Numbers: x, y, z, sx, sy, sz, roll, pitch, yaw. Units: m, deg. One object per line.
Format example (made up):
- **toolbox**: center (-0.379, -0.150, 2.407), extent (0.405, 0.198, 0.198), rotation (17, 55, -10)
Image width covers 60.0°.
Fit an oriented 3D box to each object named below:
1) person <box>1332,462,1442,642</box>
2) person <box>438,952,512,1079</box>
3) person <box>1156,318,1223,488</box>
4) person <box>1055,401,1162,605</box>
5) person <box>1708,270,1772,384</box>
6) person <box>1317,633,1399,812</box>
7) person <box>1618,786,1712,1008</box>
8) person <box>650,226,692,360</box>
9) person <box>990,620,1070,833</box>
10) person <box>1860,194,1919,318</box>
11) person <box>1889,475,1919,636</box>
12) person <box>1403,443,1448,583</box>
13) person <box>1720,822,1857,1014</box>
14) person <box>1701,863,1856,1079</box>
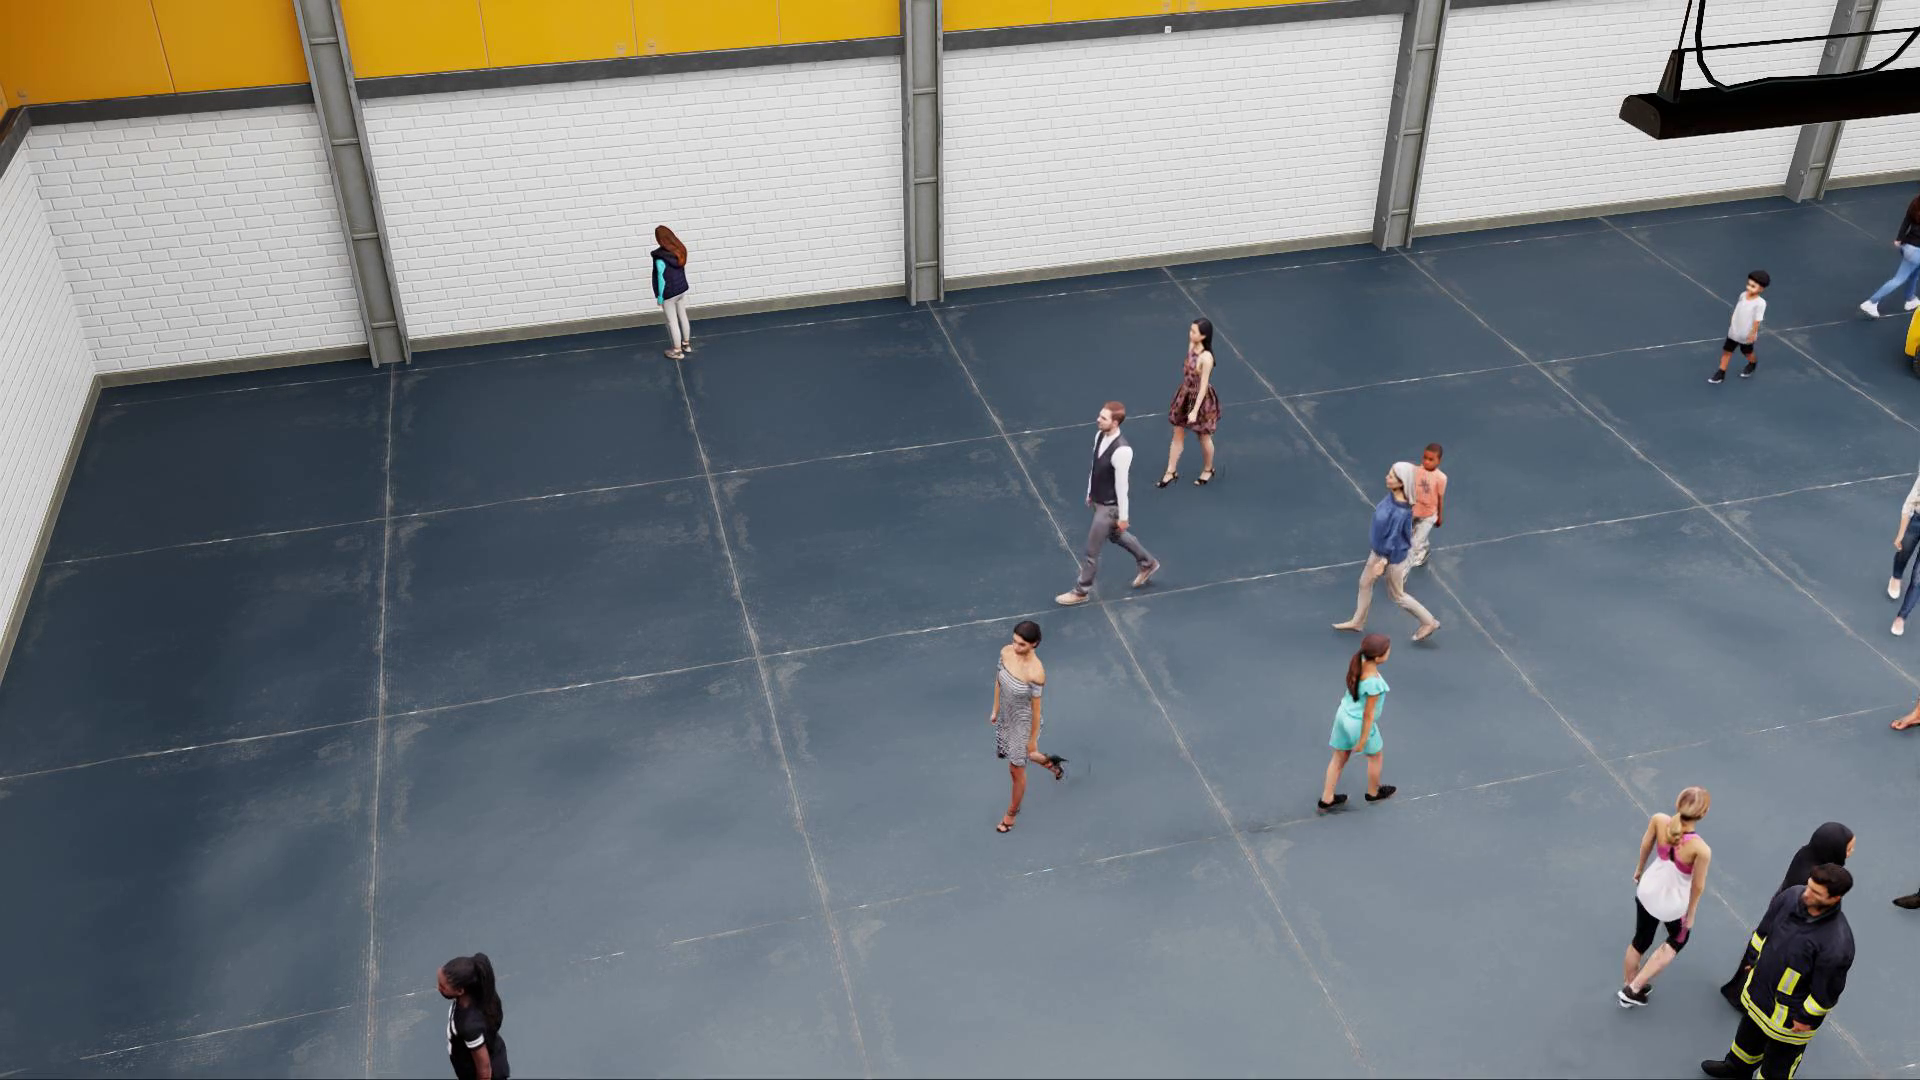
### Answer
- **person**: center (3.582, 0.144, 13.488), extent (1.165, 1.669, 0.870), rotation (3, 34, 4)
- **person**: center (-2.647, 2.932, 9.237), extent (0.547, 1.730, 0.605), rotation (-9, 35, -14)
- **person**: center (2.193, -1.253, 15.505), extent (0.850, 1.763, 0.673), rotation (-13, 36, -18)
- **person**: center (1.348, -0.329, 13.978), extent (1.189, 1.914, 0.652), rotation (-8, 34, -12)
- **person**: center (8.280, -2.245, 17.466), extent (0.912, 1.244, 0.624), rotation (-18, 37, -24)
- **person**: center (2.764, 1.319, 11.841), extent (0.867, 1.535, 0.610), rotation (-13, 36, -19)
- **person**: center (4.266, 2.250, 10.216), extent (0.729, 1.783, 0.713), rotation (-19, 38, -26)
- **person**: center (-3.090, -2.678, 17.886), extent (0.743, 1.501, 0.686), rotation (17, 37, 23)
- **person**: center (0.472, 1.269, 11.669), extent (0.968, 1.808, 0.806), rotation (-23, 40, -31)
- **person**: center (10.621, -3.235, 18.639), extent (1.152, 1.595, 0.766), rotation (-3, 34, -4)
- **person**: center (8.041, -0.122, 13.868), extent (1.064, 1.691, 1.145), rotation (18, 38, 25)
- **person**: center (4.048, -0.277, 14.470), extent (0.797, 1.282, 0.969), rotation (27, 42, 35)
- **person**: center (5.075, 2.325, 10.262), extent (0.946, 1.609, 0.892), rotation (18, 38, 26)
- **person**: center (4.797, 2.568, 9.607), extent (0.670, 1.927, 0.788), rotation (-6, 34, -9)
